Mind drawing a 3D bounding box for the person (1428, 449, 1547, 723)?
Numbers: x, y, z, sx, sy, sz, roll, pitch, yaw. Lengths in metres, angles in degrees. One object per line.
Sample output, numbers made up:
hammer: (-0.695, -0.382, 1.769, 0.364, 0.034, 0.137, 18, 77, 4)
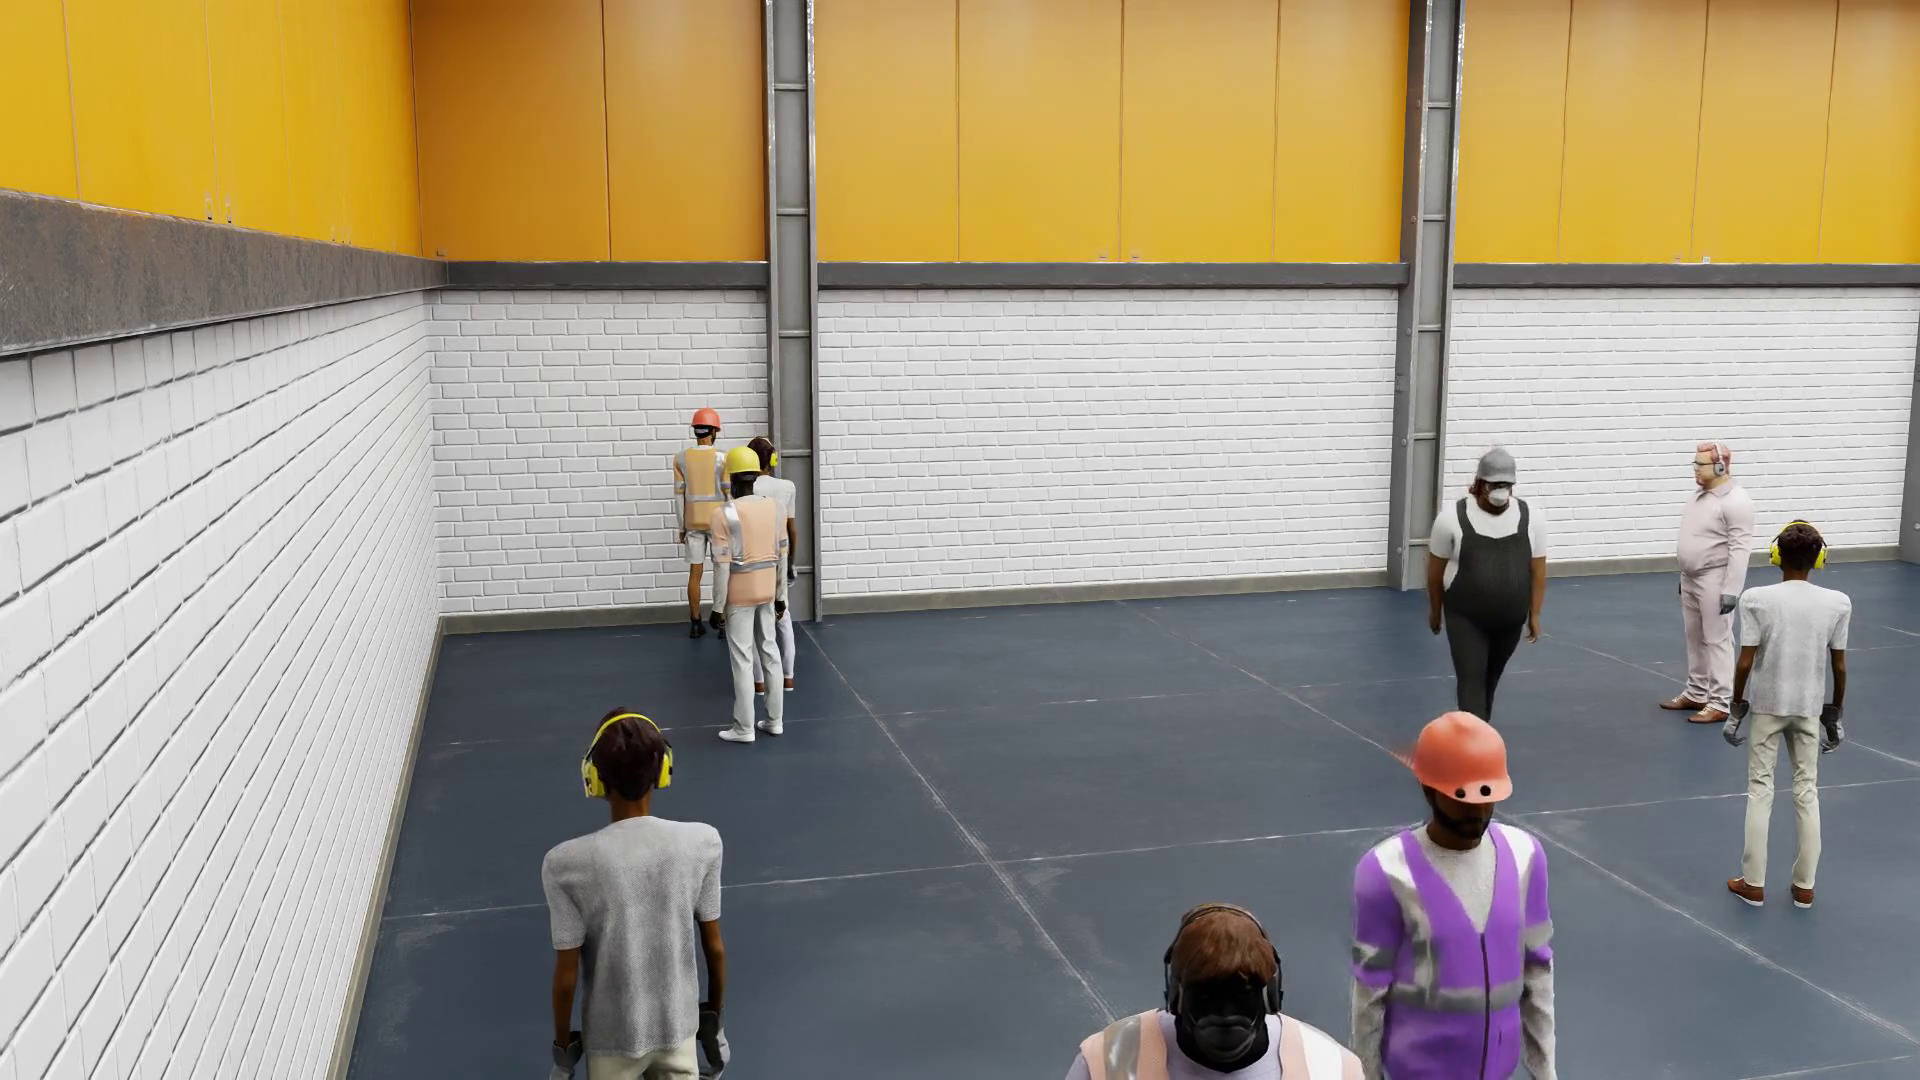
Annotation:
person: (3.256, 0.380, 10.251, 0.676, 2.000, 1.049, 0, 9, 2)

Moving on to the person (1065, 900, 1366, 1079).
person: (0.495, 1.599, 3.265, 0.626, 1.844, 0.429, 0, 9, 0)

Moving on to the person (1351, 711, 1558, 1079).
person: (1.293, 1.365, 4.503, 0.544, 1.914, 0.870, -3, 10, -17)

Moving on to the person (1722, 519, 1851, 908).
person: (3.948, 0.833, 7.971, 0.538, 1.864, 0.312, 2, 9, 10)

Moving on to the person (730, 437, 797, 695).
person: (-1.422, 0.188, 12.005, 0.521, 1.864, 0.335, -5, 10, -27)

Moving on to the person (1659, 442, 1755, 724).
person: (5.054, 0.284, 11.274, 0.403, 1.904, 0.652, -1, 9, -5)

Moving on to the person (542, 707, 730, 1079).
person: (-0.884, 1.374, 4.579, 0.513, 1.871, 0.328, -5, 10, -27)

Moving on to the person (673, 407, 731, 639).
person: (-2.089, -0.135, 13.812, 0.543, 1.928, 0.374, 2, 9, 10)

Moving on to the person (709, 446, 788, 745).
person: (-1.381, 0.354, 10.767, 0.594, 1.924, 0.382, -9, 13, -44)
